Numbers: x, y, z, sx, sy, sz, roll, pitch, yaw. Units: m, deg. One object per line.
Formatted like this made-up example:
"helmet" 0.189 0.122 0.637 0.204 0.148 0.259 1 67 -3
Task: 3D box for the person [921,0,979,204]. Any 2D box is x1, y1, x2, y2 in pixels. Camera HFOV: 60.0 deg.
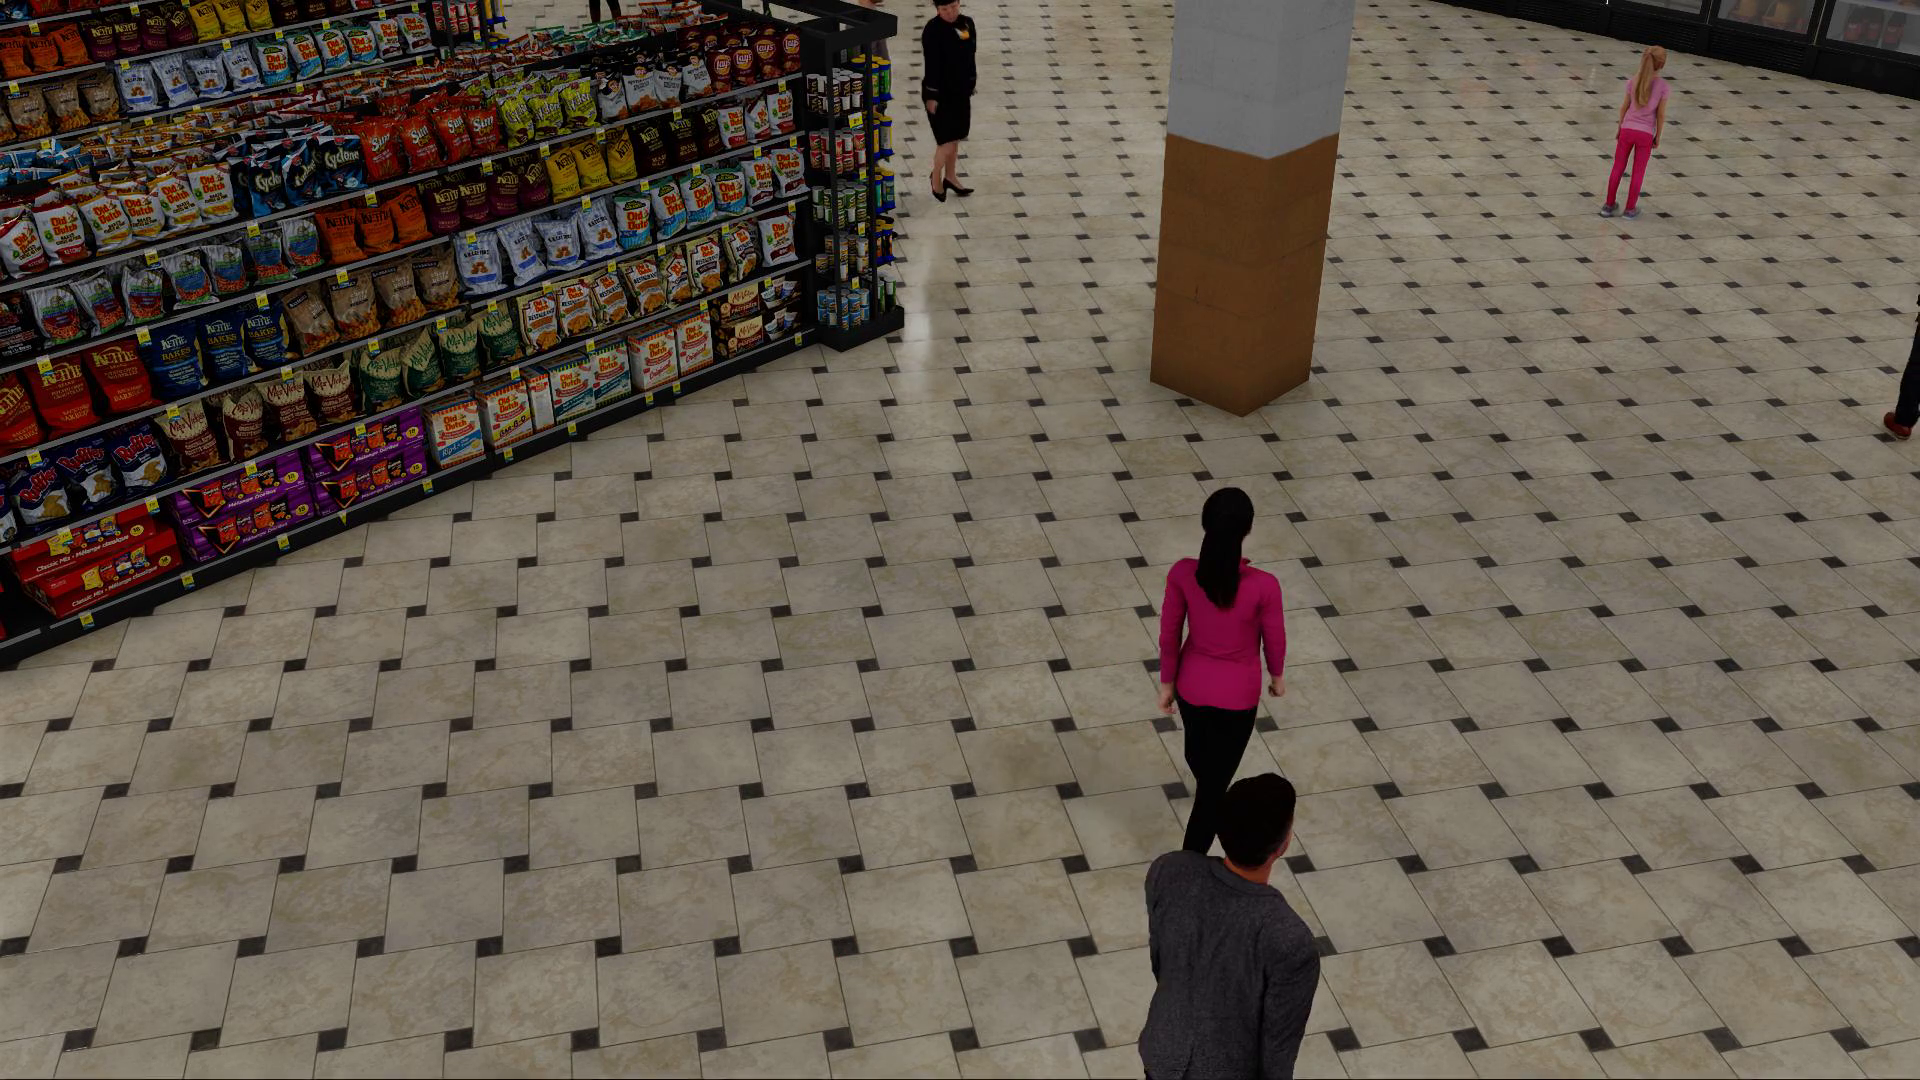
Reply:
"person" -0.125 -3.303 12.360 0.869 1.656 0.632 13 34 20

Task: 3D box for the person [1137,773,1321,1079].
"person" 0.644 1.459 4.534 0.796 1.839 1.100 21 37 30

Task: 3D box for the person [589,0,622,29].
"person" -3.445 -5.521 15.866 0.645 1.720 0.678 9 33 15

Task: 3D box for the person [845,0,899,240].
"person" -0.662 -3.105 11.809 0.801 1.904 0.760 -2 32 -3

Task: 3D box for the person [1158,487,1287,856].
"person" 0.907 0.628 6.047 0.819 1.652 1.185 15 35 23

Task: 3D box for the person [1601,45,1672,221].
"person" 4.989 -3.006 12.247 0.508 1.272 0.536 20 37 29
